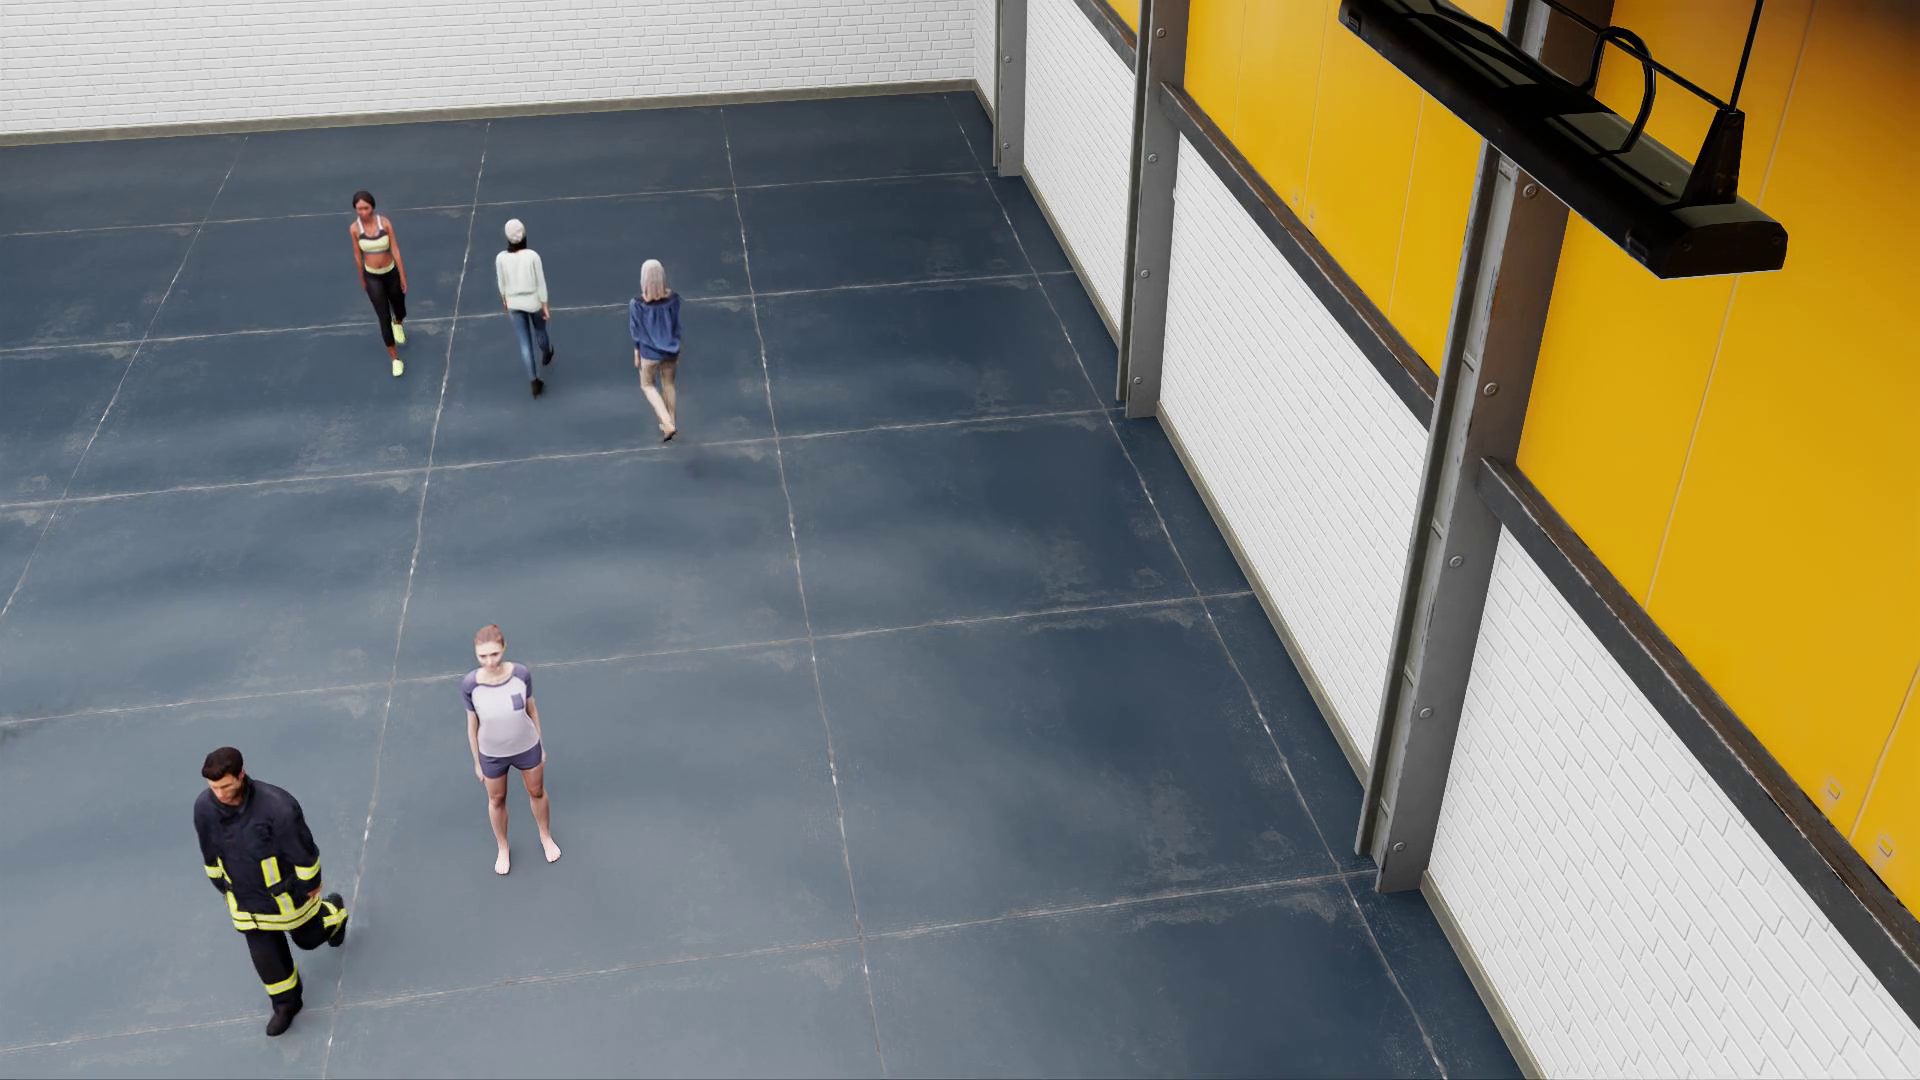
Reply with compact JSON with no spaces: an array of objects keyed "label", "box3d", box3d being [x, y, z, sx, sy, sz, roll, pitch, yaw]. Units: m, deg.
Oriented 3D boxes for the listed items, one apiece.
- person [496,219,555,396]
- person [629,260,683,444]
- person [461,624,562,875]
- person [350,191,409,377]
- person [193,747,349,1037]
[{"label":"person","box3d":[-3.957,-2.094,15.123,0.646,1.615,1.031,-3,34,-4]},{"label":"person","box3d":[-2.543,-1.562,14.259,0.781,1.684,0.878,-21,39,-28]},{"label":"person","box3d":[-2.698,1.239,9.971,0.614,1.766,0.591,-11,35,-17]},{"label":"person","box3d":[-5.400,-2.470,15.583,0.713,1.730,1.104,-13,36,-18]},{"label":"person","box3d":[-3.721,1.779,9.035,0.941,1.903,1.157,2,34,3]}]
